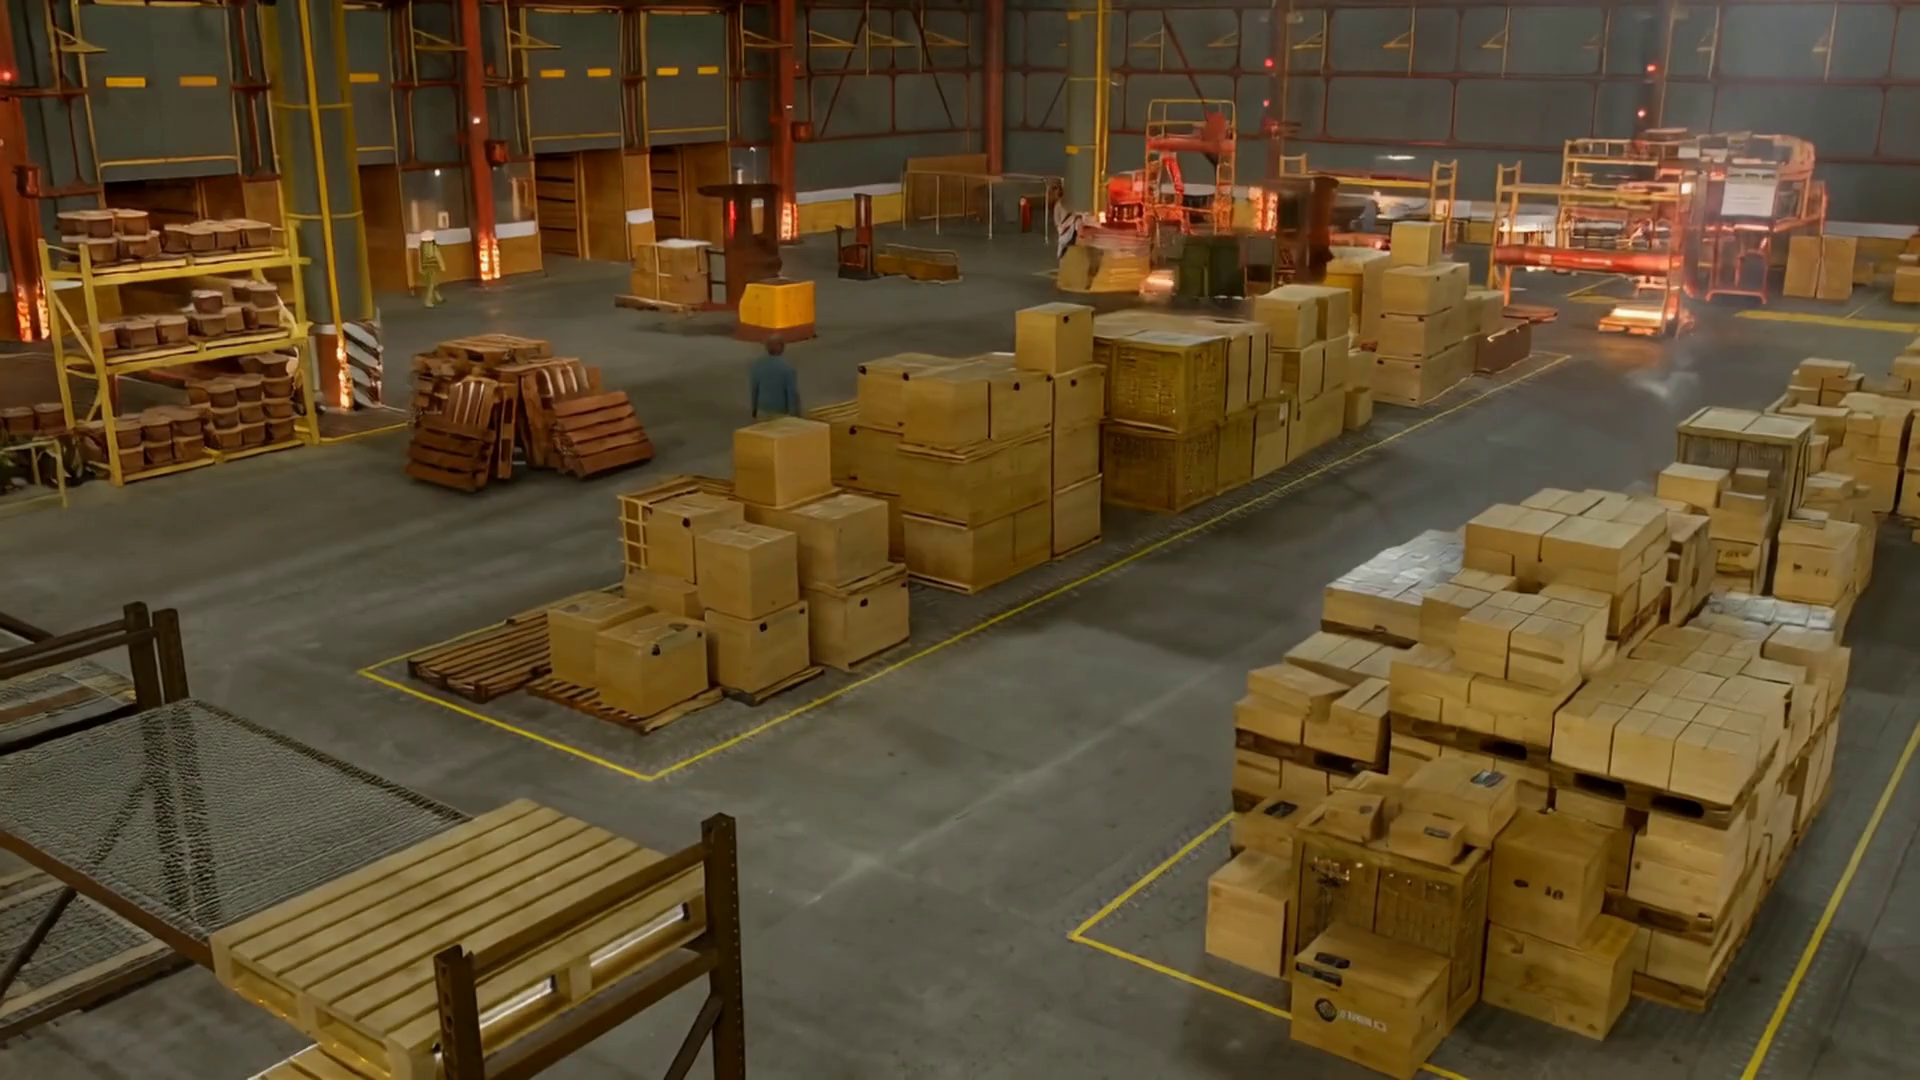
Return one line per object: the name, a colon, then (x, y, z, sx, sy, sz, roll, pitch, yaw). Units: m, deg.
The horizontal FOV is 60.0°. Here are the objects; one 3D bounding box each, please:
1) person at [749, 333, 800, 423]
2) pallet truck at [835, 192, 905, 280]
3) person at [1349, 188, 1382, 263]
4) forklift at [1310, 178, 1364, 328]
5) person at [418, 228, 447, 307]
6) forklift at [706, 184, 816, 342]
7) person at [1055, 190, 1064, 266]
person: (-2.296, -1.631, 20.809, 0.649, 1.919, 0.446, 5, 18, 17)
pallet truck: (-1.936, -7.159, 38.982, 1.885, 1.965, 0.823, -12, 21, -34)
person: (10.015, -7.691, 40.901, 0.728, 1.907, 0.585, 3, 17, 8)
forklift: (7.001, -5.590, 32.286, 1.873, 2.768, 1.129, 3, 17, 10)
person: (-11.062, -5.733, 34.947, 0.524, 1.597, 0.856, 8, 18, 24)
forklift: (-3.717, -5.181, 30.929, 1.873, 2.768, 1.129, 12, 21, 35)
person: (2.609, -7.678, 40.801, 0.630, 1.940, 0.372, 12, 21, 35)
